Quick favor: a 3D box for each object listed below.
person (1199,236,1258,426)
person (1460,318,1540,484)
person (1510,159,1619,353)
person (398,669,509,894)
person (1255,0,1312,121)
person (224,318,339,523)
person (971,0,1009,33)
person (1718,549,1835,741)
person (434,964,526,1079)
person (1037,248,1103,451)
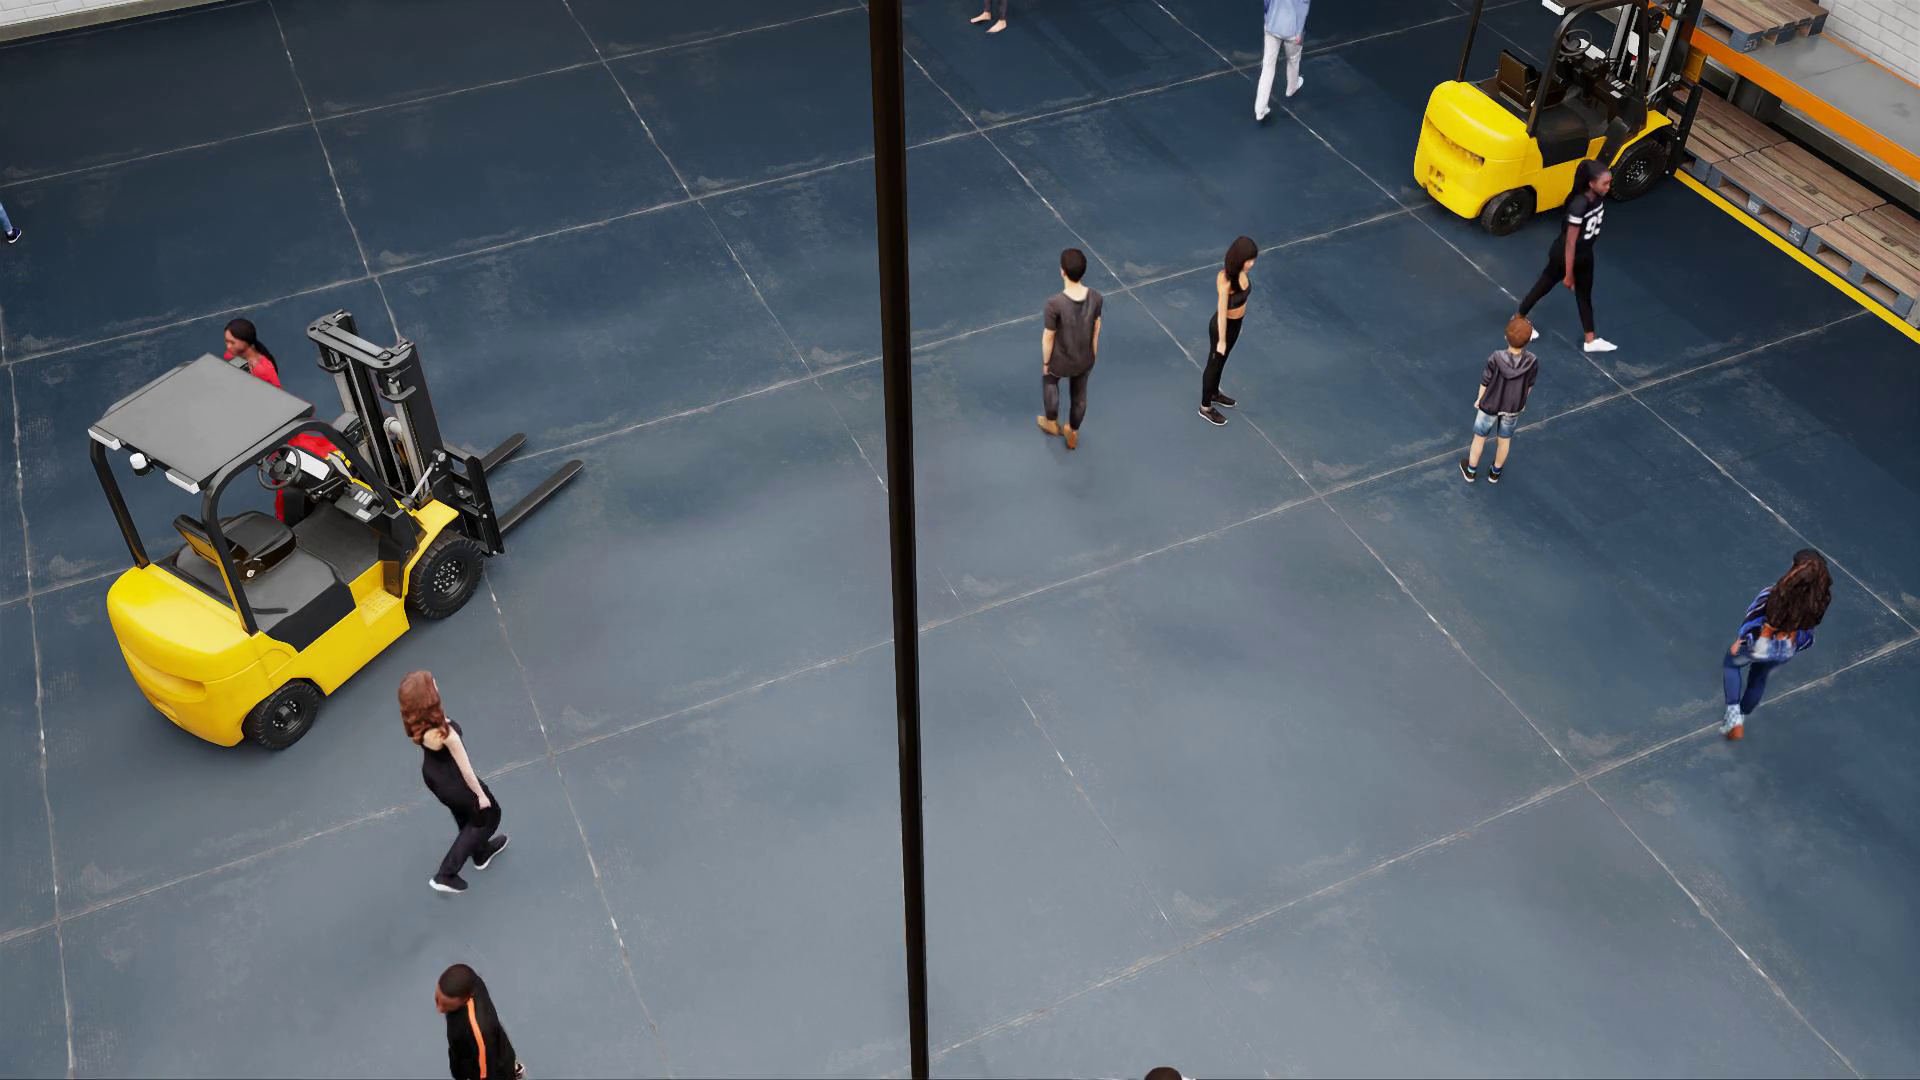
[{"bbox_3d":[2.047,-1.652,12.850,0.680,1.638,0.640,19,47,19],"label":"person"},{"bbox_3d":[4.013,-1.030,12.333,0.624,1.451,0.660,5,44,6],"label":"person"},{"bbox_3d":[4.875,-2.322,13.515,1.219,1.690,0.910,34,53,30],"label":"person"},{"bbox_3d":[-2.973,1.427,9.547,0.882,1.736,0.886,26,49,25],"label":"person"},{"bbox_3d":[3.119,-4.959,16.177,1.195,1.836,1.124,24,49,23],"label":"person"},{"bbox_3d":[-4.863,-0.890,11.975,1.107,1.752,1.042,25,49,24],"label":"person"},{"bbox_3d":[0.359,-6.295,17.630,0.722,1.767,0.548,-30,51,-27],"label":"person"},{"bbox_3d":[5.050,0.715,10.385,0.758,1.611,0.796,4,44,4],"label":"person"},{"bbox_3d":[-2.365,2.567,8.315,0.894,1.786,0.581,-15,45,-15],"label":"person"},{"bbox_3d":[0.855,-1.375,12.514,0.698,1.701,0.718,-8,44,-8],"label":"person"}]
